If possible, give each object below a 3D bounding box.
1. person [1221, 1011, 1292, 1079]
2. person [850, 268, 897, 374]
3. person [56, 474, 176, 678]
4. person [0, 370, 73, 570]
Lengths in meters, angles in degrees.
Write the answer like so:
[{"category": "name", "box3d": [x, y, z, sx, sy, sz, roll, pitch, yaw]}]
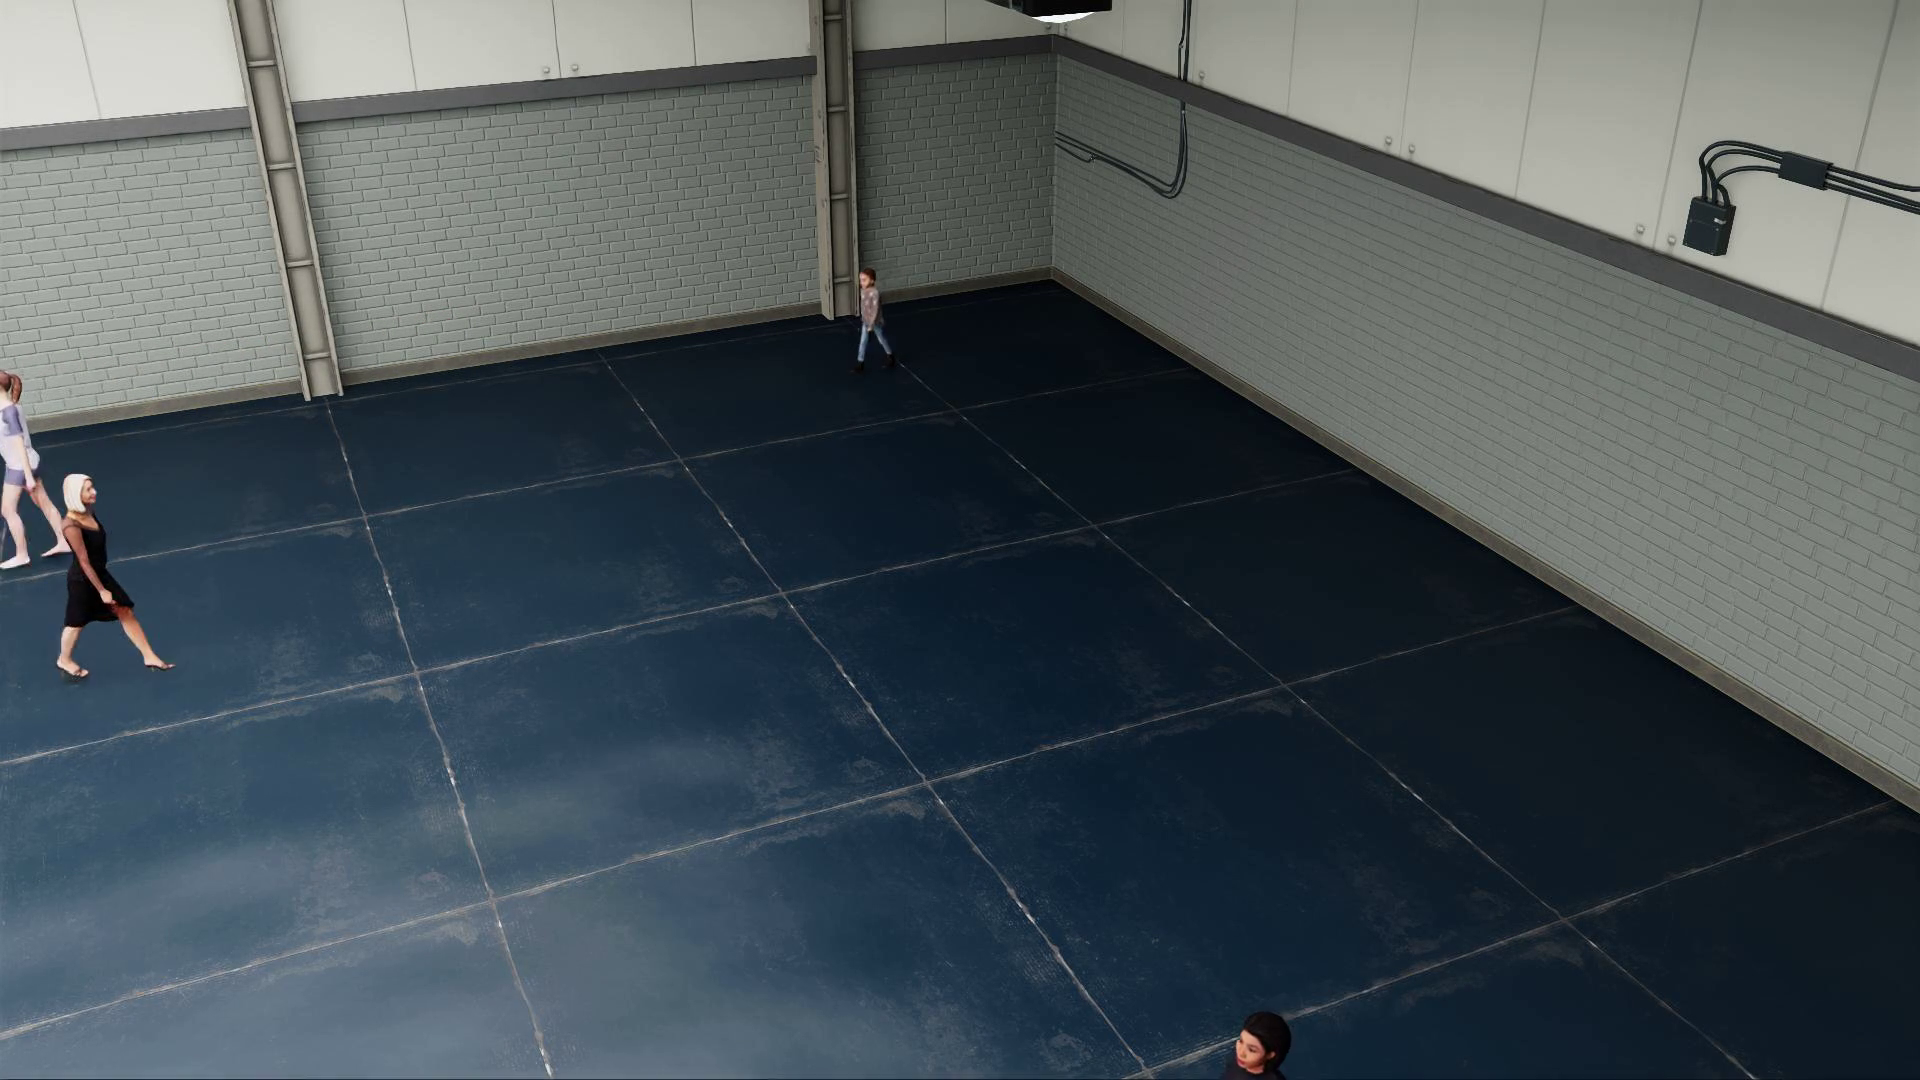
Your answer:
[{"category": "person", "box3d": [1.392, 2.814, 7.624, 1.161, 1.658, 0.604, -14, 30, -25]}, {"category": "person", "box3d": [-0.913, -2.423, 18.327, 0.678, 1.170, 0.893, 23, 35, 37]}, {"category": "person", "box3d": [-6.565, 0.333, 12.404, 1.166, 1.691, 0.883, -1, 27, -3]}, {"category": "person", "box3d": [-7.921, -0.636, 14.224, 0.775, 1.750, 0.609, -12, 30, -23]}]
